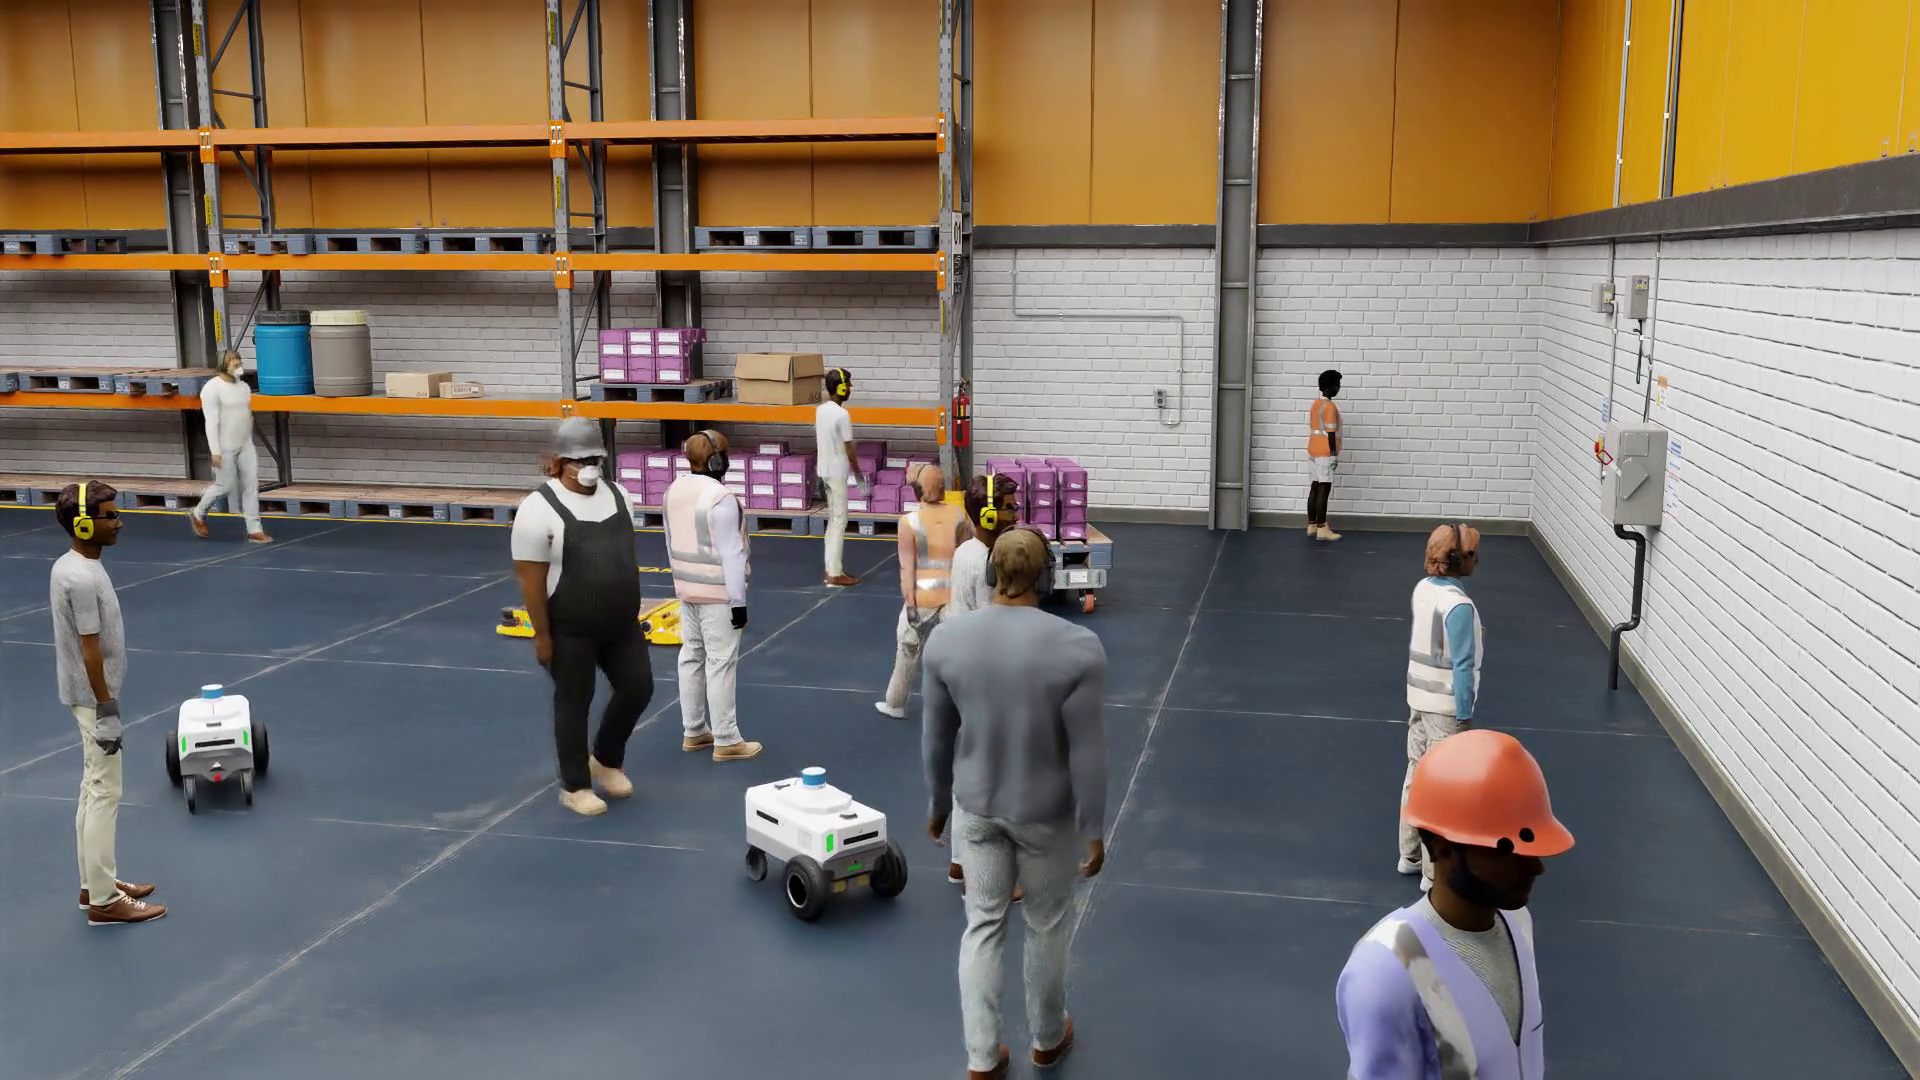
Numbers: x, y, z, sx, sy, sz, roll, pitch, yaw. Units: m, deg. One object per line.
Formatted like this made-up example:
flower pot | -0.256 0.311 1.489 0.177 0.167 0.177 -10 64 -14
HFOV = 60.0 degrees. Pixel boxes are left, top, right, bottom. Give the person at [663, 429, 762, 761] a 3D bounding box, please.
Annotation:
person | -1.379 0.305 9.281 0.429 1.846 0.625 -9 13 -43

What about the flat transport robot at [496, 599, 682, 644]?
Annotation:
flat transport robot | -2.634 0.573 12.346 1.431 0.197 0.652 2 10 12

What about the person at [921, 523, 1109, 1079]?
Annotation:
person | 0.197 0.896 5.587 0.654 1.937 0.493 3 10 17

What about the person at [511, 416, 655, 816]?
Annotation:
person | -1.855 0.369 8.318 0.537 2.000 0.701 9 13 41

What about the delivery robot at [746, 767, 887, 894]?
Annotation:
delivery robot | -0.637 1.239 7.281 0.477 0.478 0.707 -8 12 -38

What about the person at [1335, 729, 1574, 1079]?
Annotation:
person | 0.930 1.296 3.137 0.358 1.938 0.542 9 13 42

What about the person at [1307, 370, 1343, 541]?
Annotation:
person | 3.633 -0.847 16.549 0.320 1.693 0.531 -1 10 -6

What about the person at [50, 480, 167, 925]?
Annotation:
person | -3.606 0.678 6.996 0.315 1.869 0.534 -6 11 -33

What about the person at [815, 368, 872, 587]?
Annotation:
person | -1.032 -0.528 14.159 0.360 1.867 0.569 -5 11 -28

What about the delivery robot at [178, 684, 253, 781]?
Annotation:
delivery robot | -3.894 1.000 8.698 0.477 0.478 0.707 -4 10 -23

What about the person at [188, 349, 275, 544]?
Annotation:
person | -7.168 -0.913 16.268 0.828 1.918 0.635 3 10 19

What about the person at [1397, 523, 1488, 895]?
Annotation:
person | 2.120 0.740 7.311 0.308 1.639 0.524 -1 10 -7

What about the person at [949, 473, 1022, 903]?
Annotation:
person | 0.119 0.635 7.250 0.312 1.869 0.538 -2 10 -12

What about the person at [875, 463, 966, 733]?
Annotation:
person | -0.154 0.341 9.825 0.515 1.594 0.879 -7 12 -34
